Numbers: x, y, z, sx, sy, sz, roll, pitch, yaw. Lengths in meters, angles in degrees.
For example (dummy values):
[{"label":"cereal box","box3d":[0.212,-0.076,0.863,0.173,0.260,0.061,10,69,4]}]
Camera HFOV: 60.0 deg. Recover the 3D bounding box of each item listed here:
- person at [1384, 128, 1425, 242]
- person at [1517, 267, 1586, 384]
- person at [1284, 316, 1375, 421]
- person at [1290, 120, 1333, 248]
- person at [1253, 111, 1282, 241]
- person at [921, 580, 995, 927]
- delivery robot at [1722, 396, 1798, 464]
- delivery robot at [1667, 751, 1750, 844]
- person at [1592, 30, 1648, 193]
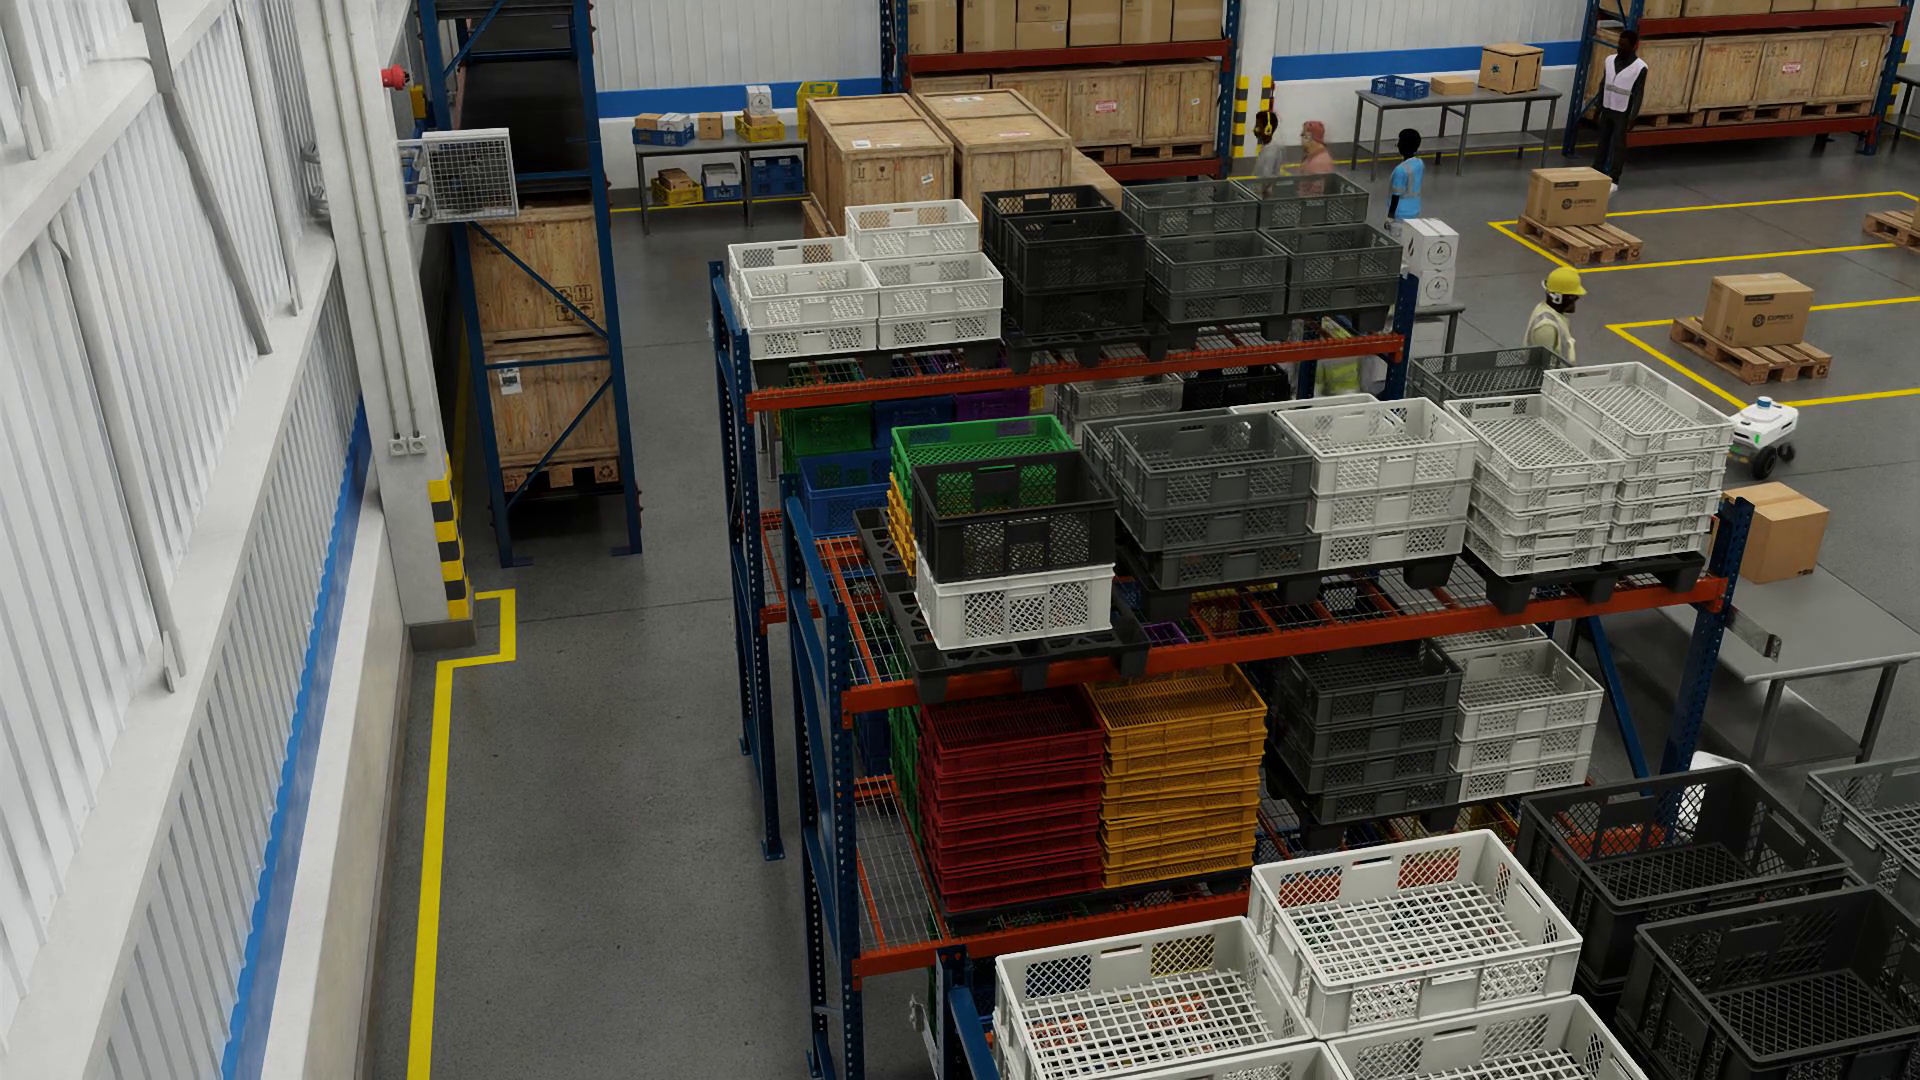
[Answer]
[{"label":"person","box3d":[4.457,-3.289,16.747,0.320,1.690,0.536,18,33,31]},{"label":"person","box3d":[4.429,-1.194,12.618,0.404,1.832,0.592,10,29,18]},{"label":"person","box3d":[2.801,-1.214,12.706,0.679,1.799,0.678,11,30,20]},{"label":"person","box3d":[3.395,-3.096,16.198,0.406,1.873,0.803,5,28,9]},{"label":"person","box3d":[3.074,-3.443,16.913,1.008,1.824,0.521,0,28,0]},{"label":"person","box3d":[0.020,1.044,8.260,0.371,1.940,0.627,-6,28,-12]},{"label":"delivery robot","box3d":[6.410,-0.913,13.351,0.707,0.478,0.477,-22,35,-35]},{"label":"delivery robot","box3d":[4.010,1.416,8.932,0.477,0.478,0.707,16,32,28]},{"label":"person","box3d":[7.942,-5.179,20.093,0.398,1.917,0.588,-16,32,-27]}]
